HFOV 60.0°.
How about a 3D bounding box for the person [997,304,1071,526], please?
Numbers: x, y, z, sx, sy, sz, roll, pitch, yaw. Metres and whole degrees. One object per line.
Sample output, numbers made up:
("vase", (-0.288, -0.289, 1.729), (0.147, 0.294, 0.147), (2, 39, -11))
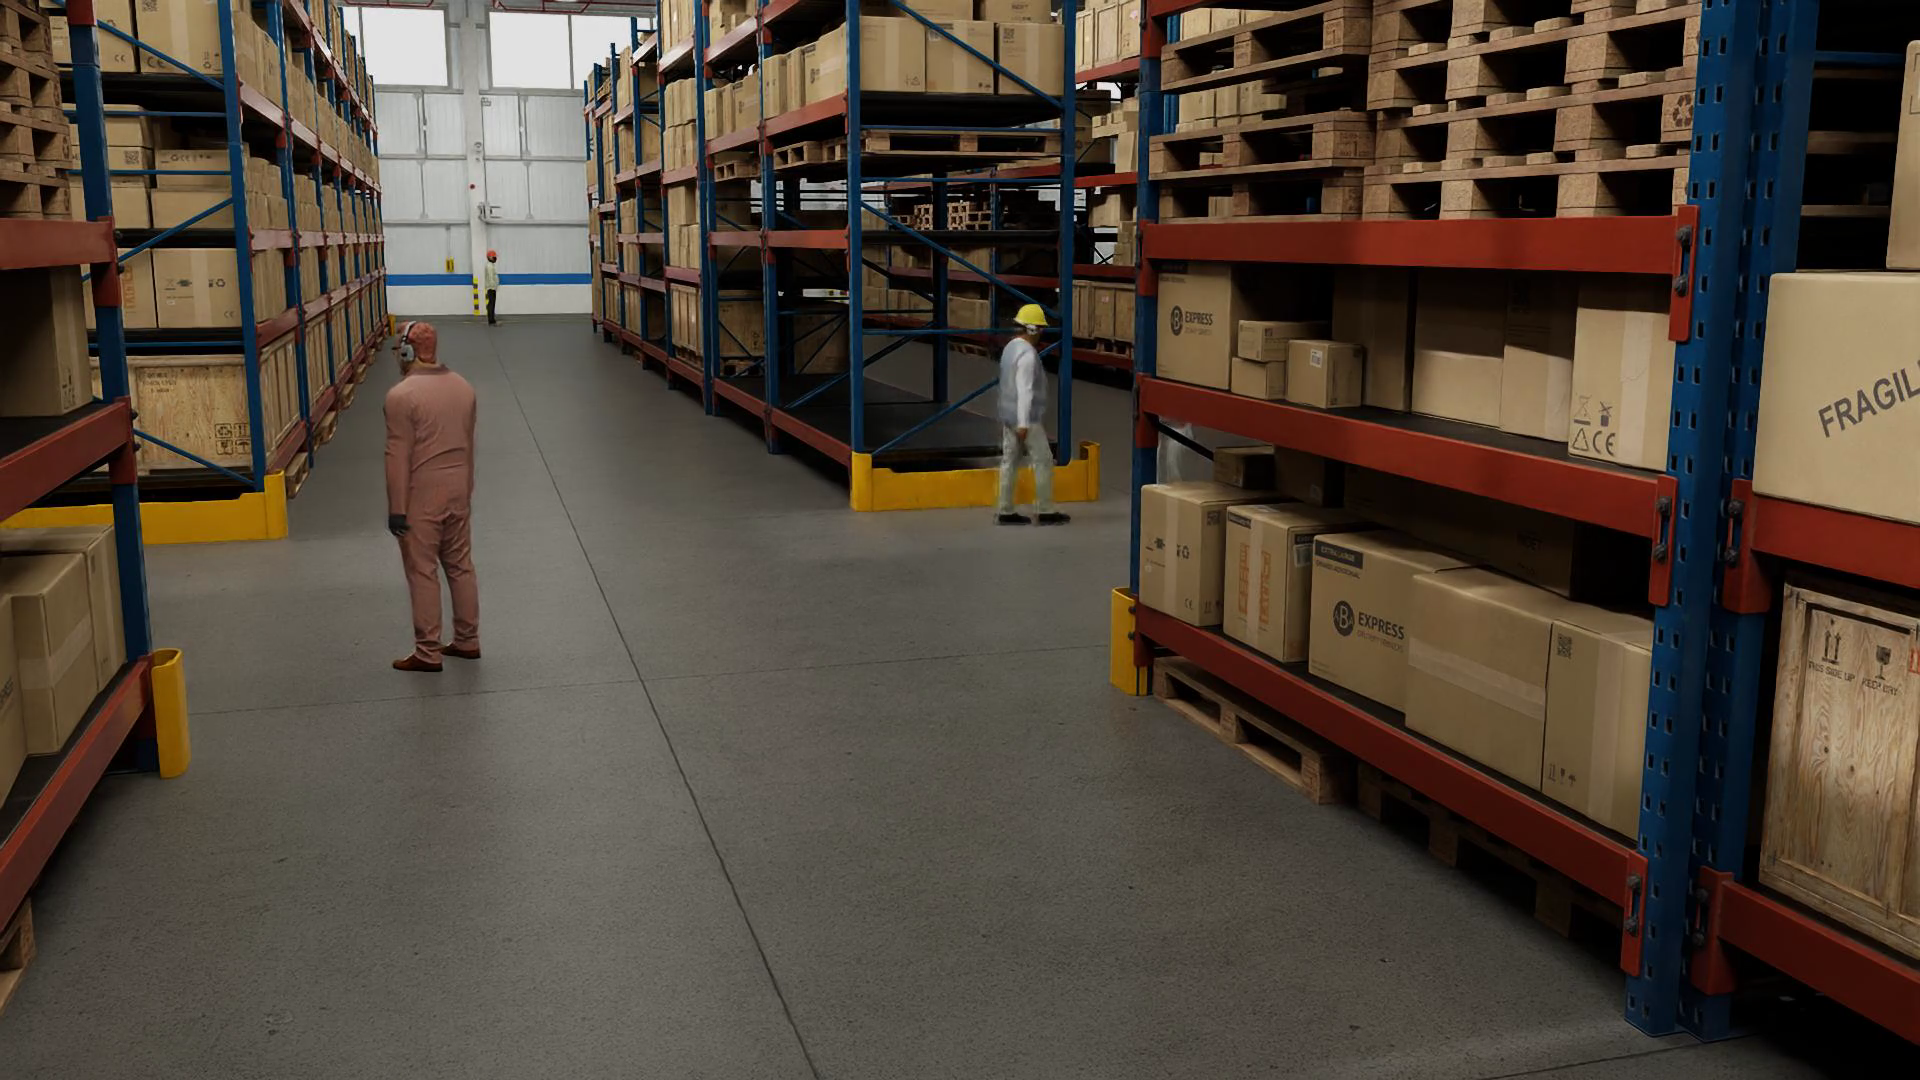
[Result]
("person", (0.616, -1.010, 13.538), (0.709, 1.804, 0.601), (-3, 11, -17))

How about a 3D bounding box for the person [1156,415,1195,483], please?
("person", (1.662, -0.910, 13.593), (0.510, 1.581, 0.843), (3, 11, 14))

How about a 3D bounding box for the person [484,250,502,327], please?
("person", (-12.215, -6.559, 43.453), (0.379, 1.996, 0.611), (-4, 11, -19))

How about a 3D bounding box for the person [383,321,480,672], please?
("person", (-2.901, -0.237, 9.073), (0.398, 1.899, 0.649), (4, 11, 23))
